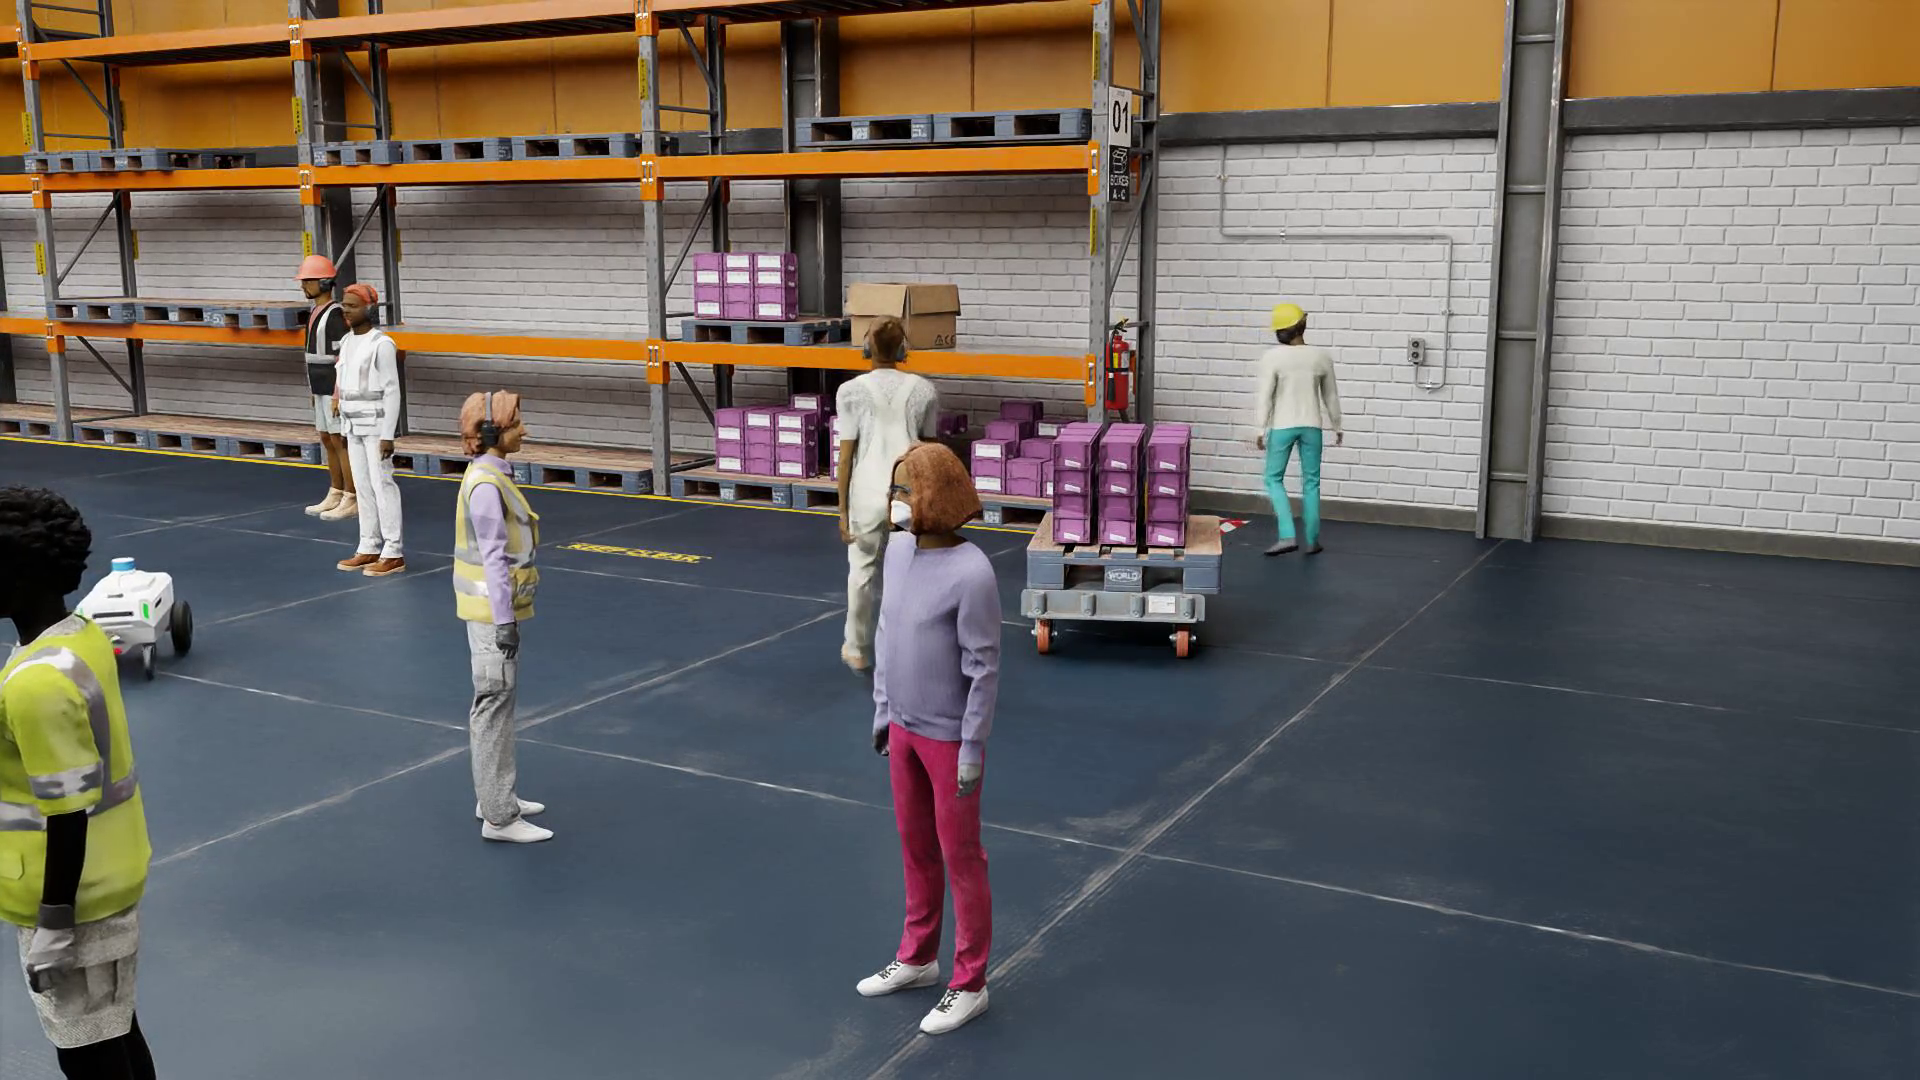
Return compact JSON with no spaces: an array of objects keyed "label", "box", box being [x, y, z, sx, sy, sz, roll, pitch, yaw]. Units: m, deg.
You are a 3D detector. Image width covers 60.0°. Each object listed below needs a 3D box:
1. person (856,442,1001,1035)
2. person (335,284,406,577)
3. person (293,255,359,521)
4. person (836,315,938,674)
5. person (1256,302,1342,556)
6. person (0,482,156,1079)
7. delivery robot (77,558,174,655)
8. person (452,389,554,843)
[{"label":"person","box":[-0.083,0.540,4.629,0.282,1.633,0.500,-8,13,-36]},{"label":"person","box":[-3.847,-0.710,10.791,0.584,1.884,0.349,9,13,39]},{"label":"person","box":[-4.914,-1.173,12.899,0.374,2.043,0.612,-8,13,-38]},{"label":"person","box":[-0.375,-0.188,8.138,0.507,1.805,0.865,-2,11,-12]},{"label":"person","box":[2.357,-0.746,11.393,0.682,1.747,0.440,-2,10,-8]},{"label":"person","box":[-1.848,0.724,3.443,0.316,1.697,0.542,-4,11,-22]},{"label":"delivery robot","box":[-4.236,0.334,8.459,0.477,0.478,0.707,-3,11,-16]},{"label":"person","box":[-1.679,0.275,6.059,0.310,1.642,0.514,-3,11,-17]}]
